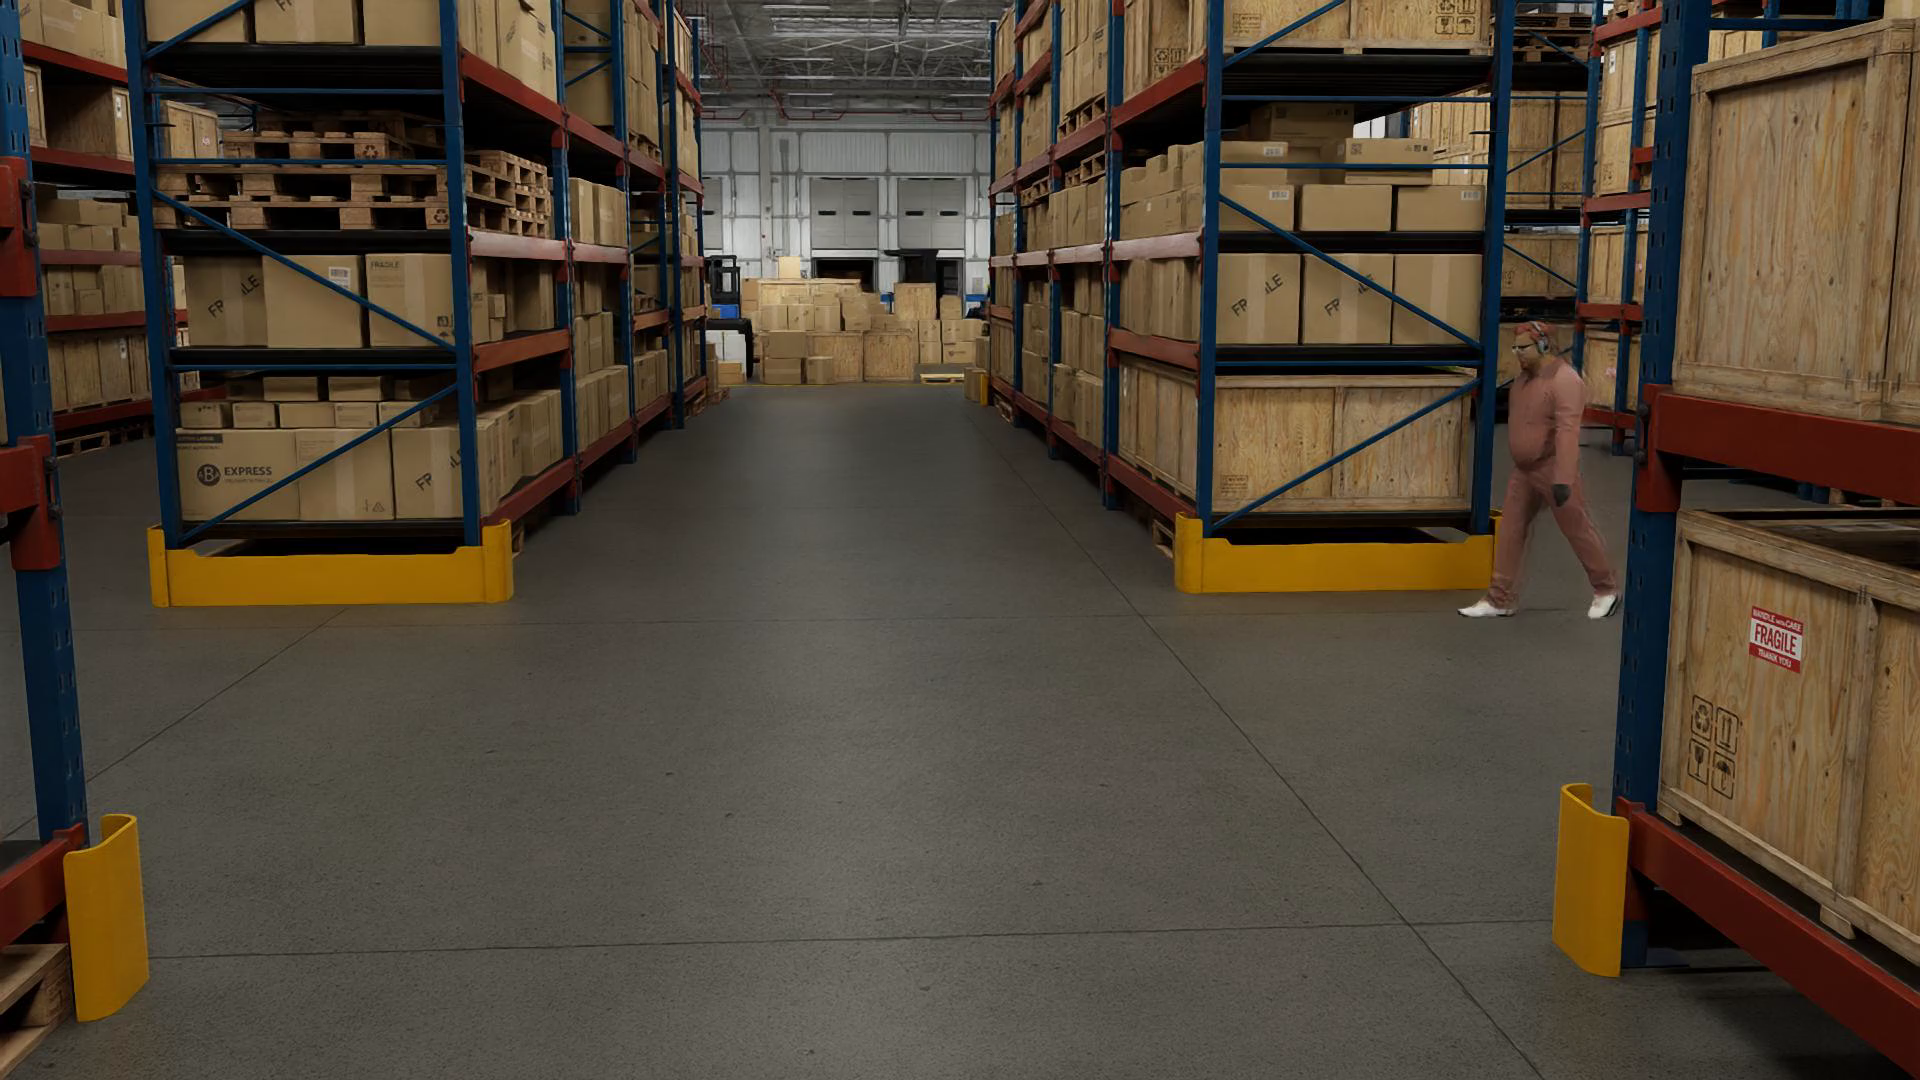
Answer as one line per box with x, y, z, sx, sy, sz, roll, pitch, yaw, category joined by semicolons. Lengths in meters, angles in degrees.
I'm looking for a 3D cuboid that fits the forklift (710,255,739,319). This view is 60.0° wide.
-8.368;-8.713;59.038;1.129;2.768;1.873;-1;9;-4;forklift

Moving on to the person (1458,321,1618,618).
3.649;-0.424;10.245;1.011;1.849;0.703;-3;9;-15;person

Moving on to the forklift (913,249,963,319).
-0.943;-6.621;45.902;1.873;2.768;1.129;-5;10;-29;forklift

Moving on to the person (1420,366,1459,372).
4.277;-1.112;15.005;0.317;1.700;0.538;-7;11;-37;person

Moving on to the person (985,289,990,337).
1.013;-7.160;53.009;0.412;1.683;0.560;0;9;-1;person
